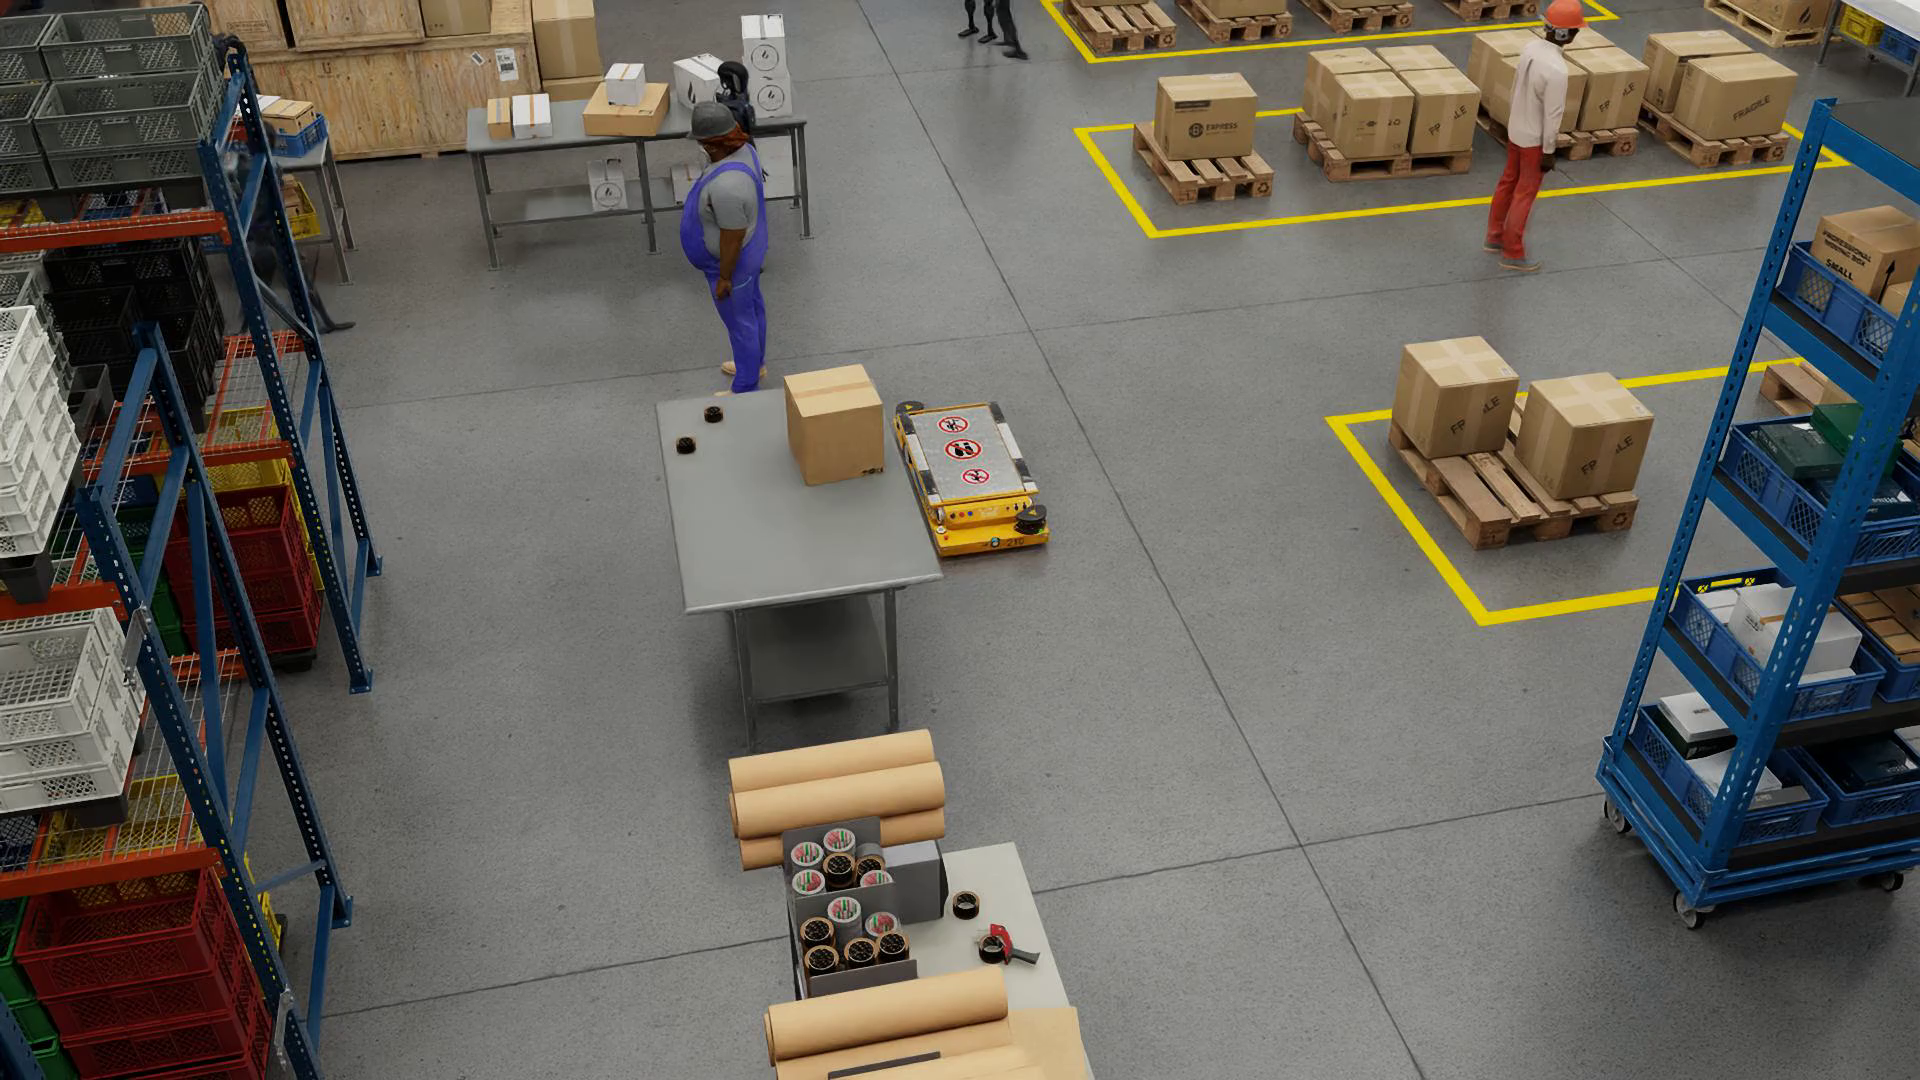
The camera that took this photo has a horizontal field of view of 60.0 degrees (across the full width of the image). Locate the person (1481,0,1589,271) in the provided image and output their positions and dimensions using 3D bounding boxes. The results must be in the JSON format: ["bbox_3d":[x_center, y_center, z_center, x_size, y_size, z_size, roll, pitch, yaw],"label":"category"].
[{"bbox_3d":[4.170,-2.935,12.053,0.394,1.991,0.621,-5,37,-7],"label":"person"}]

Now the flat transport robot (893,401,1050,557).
[{"bbox_3d":[0.046,-0.430,10.108,0.652,0.197,1.431,-8,37,-10],"label":"flat transport robot"}]

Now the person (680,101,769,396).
[{"bbox_3d":[-1.485,-1.812,10.507,0.536,2.000,0.674,2,37,3],"label":"person"}]

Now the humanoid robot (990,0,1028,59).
[{"bbox_3d":[0.398,-5.329,15.560,0.584,1.622,0.619,17,40,22],"label":"humanoid robot"}]

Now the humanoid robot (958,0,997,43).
[{"bbox_3d":[0.147,-5.608,15.910,0.563,1.650,0.357,25,43,29],"label":"humanoid robot"}]

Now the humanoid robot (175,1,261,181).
[{"bbox_3d":[-5.675,-3.331,12.839,0.609,1.657,0.315,-17,40,-21],"label":"humanoid robot"}]

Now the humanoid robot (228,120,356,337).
[{"bbox_3d":[-4.683,-2.043,11.177,0.832,1.620,0.593,-5,37,-7],"label":"humanoid robot"}]

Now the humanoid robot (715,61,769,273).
[{"bbox_3d":[-1.577,-2.610,11.869,0.327,1.657,0.591,7,37,9],"label":"humanoid robot"}]
